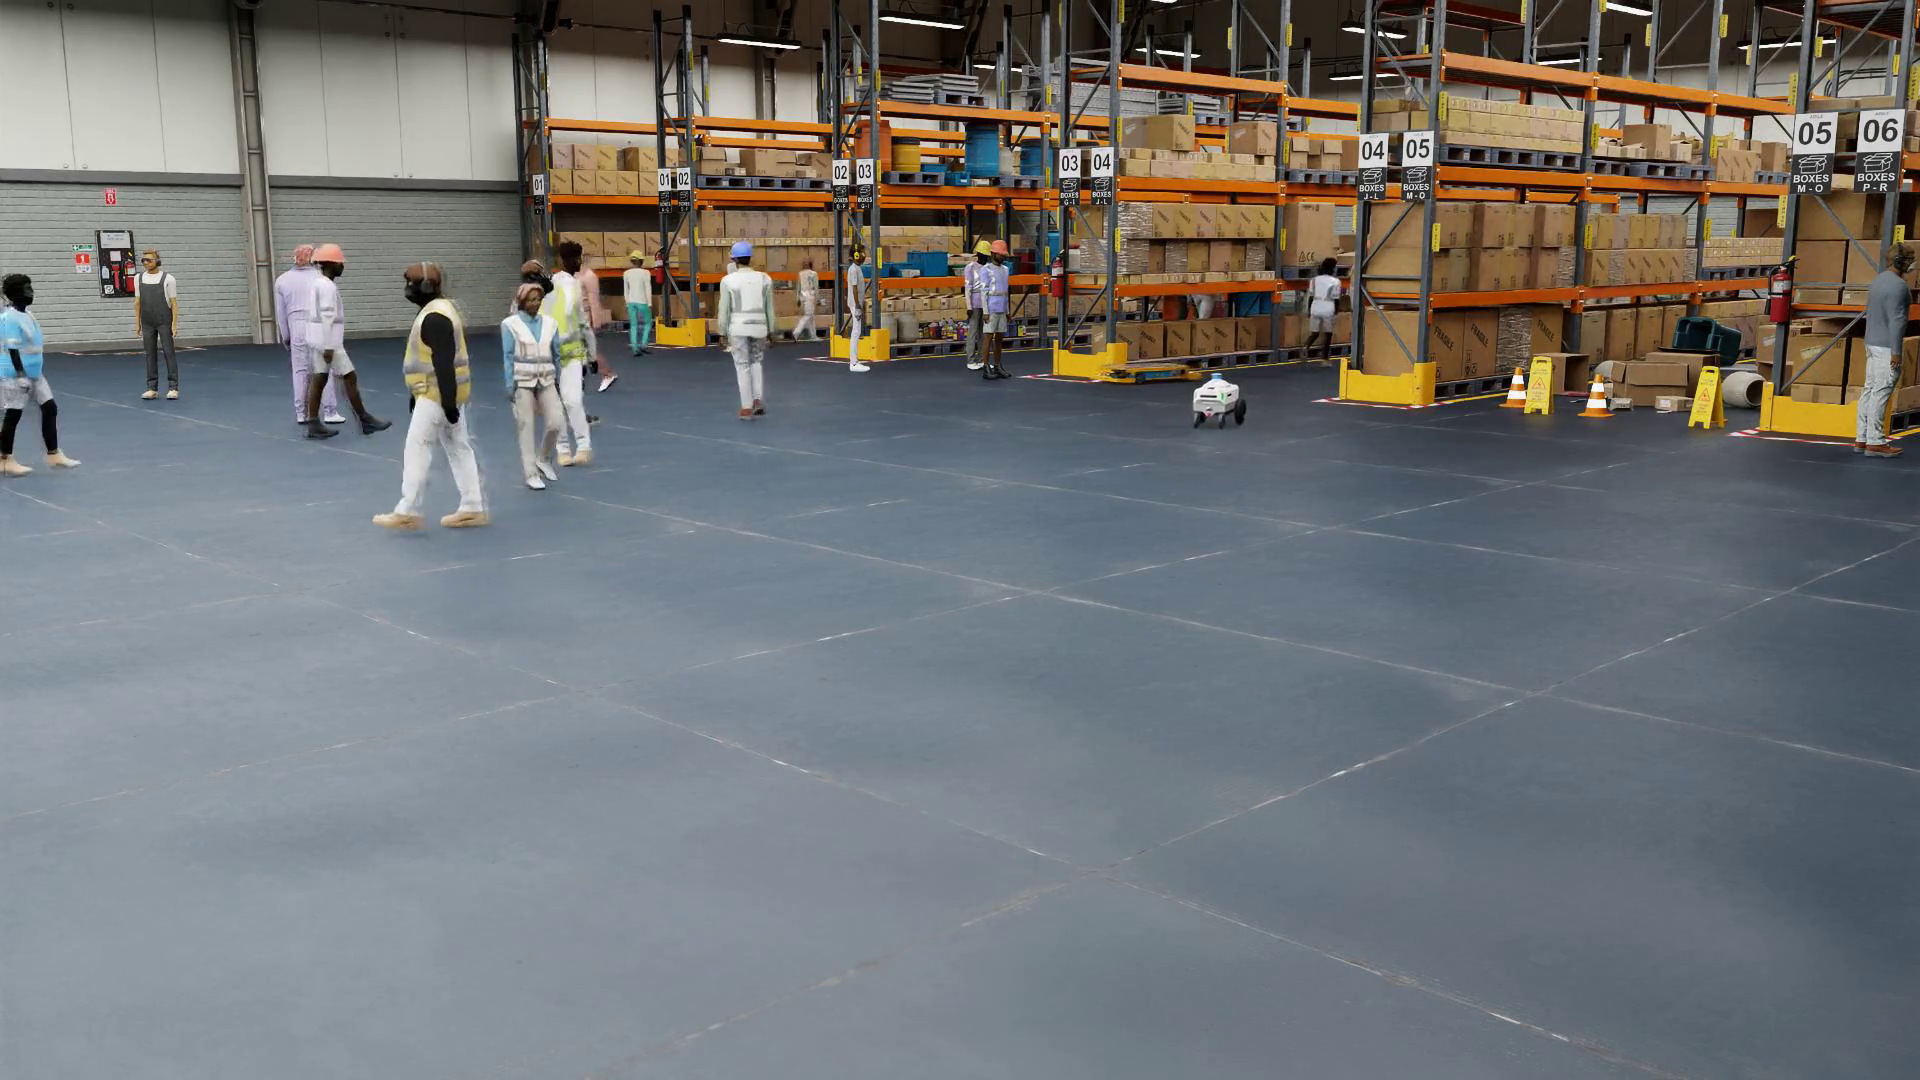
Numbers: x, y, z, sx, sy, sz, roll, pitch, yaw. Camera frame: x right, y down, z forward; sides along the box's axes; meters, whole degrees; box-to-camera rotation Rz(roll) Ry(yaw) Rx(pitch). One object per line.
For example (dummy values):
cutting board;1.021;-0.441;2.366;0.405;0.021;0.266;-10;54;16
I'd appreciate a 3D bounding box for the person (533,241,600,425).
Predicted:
person;-4.173;-2.171;17.521;0.619;1.943;0.621;-7;13;-34

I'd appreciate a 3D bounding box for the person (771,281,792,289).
person;-3.977;-5.688;37.013;0.586;1.833;0.403;5;12;25

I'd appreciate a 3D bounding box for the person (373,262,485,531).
person;-3.677;-0.973;11.351;0.827;1.810;0.640;-2;11;-12

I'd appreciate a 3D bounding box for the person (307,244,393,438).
person;-6.139;-1.977;16.577;0.901;1.900;0.575;-6;12;-31

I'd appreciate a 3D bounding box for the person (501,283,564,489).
person;-3.378;-1.217;13.189;0.522;1.627;0.366;-8;13;-38

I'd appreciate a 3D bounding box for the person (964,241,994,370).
person;0.318;-3.518;24.947;0.383;1.917;0.584;10;14;44

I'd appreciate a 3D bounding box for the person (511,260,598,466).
person;-3.509;-1.519;14.411;0.708;1.795;0.596;-2;11;-9

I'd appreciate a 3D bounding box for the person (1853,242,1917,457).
person;8.474;-1.745;15.222;0.355;1.938;0.634;2;11;11

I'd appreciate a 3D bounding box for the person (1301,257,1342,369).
person;5.406;-3.401;24.934;0.553;1.677;0.571;10;14;42

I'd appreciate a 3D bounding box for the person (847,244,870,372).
person;-1.510;-3.455;24.724;0.328;1.876;0.513;-1;10;-4

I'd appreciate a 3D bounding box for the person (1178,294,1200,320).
person;4.176;-4.404;29.702;0.644;1.937;1.045;8;13;39

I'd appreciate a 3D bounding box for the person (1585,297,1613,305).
person;11.677;-4.522;30.441;0.611;1.906;0.938;7;12;32

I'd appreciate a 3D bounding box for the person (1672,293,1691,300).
person;13.846;-4.790;32.068;0.782;1.854;0.658;-8;13;-39

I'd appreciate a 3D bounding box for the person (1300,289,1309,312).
person;6.650;-4.635;31.291;0.650;1.835;0.311;-4;11;-22

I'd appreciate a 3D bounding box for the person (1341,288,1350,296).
person;6.983;-4.591;30.888;0.564;1.923;0.654;3;11;14

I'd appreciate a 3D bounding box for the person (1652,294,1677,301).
person;13.190;-4.516;31.163;0.289;1.634;0.499;-8;13;-38

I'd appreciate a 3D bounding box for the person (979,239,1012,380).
person;0.517;-3.238;23.365;0.353;1.939;0.544;9;14;41

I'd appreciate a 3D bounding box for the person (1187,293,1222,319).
person;4.133;-4.150;28.469;0.633;1.910;0.921;8;13;37

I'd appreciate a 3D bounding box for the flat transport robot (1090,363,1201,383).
flat transport robot;2.565;-2.317;23.010;1.431;0.197;0.652;-6;12;-30

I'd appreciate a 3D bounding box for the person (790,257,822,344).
person;-2.867;-4.458;30.919;0.755;1.609;0.512;-9;14;-41

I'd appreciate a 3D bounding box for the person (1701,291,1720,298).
person;15.152;-5.098;33.626;0.563;1.912;0.502;-7;13;-34

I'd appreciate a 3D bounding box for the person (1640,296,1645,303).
person;14.114;-5.280;34.672;0.650;1.872;0.663;-8;13;-37

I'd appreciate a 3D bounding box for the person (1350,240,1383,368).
person;6.168;-3.567;25.159;0.548;1.937;0.379;9;13;39

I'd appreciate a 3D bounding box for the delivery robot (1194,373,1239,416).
delivery robot;2.727;-1.528;17.677;0.477;0.478;0.707;4;11;22

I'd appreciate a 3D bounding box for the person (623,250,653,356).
person;-5.346;-3.957;27.776;0.553;1.747;0.481;4;11;19

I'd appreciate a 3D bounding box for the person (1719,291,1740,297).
person;16.208;-5.290;35.026;0.577;1.778;0.963;-4;11;-20

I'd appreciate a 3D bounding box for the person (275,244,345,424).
person;-6.916;-2.187;17.736;0.638;1.902;0.407;0;10;0

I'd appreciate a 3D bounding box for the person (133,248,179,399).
person;-9.873;-2.655;20.438;0.507;1.846;0.344;-1;10;-4

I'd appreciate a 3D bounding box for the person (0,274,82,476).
person;-7.773;-1.381;13.945;0.714;1.673;0.547;-2;11;-9

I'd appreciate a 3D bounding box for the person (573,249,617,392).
person;-4.771;-2.794;21.144;0.928;1.871;0.643;-9;13;-39

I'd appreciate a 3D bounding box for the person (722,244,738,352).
person;-3.806;-4.089;28.254;0.500;1.845;0.633;-9;14;-42

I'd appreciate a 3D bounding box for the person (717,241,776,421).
person;-2.344;-2.280;18.160;0.640;1.926;0.521;-6;12;-28
